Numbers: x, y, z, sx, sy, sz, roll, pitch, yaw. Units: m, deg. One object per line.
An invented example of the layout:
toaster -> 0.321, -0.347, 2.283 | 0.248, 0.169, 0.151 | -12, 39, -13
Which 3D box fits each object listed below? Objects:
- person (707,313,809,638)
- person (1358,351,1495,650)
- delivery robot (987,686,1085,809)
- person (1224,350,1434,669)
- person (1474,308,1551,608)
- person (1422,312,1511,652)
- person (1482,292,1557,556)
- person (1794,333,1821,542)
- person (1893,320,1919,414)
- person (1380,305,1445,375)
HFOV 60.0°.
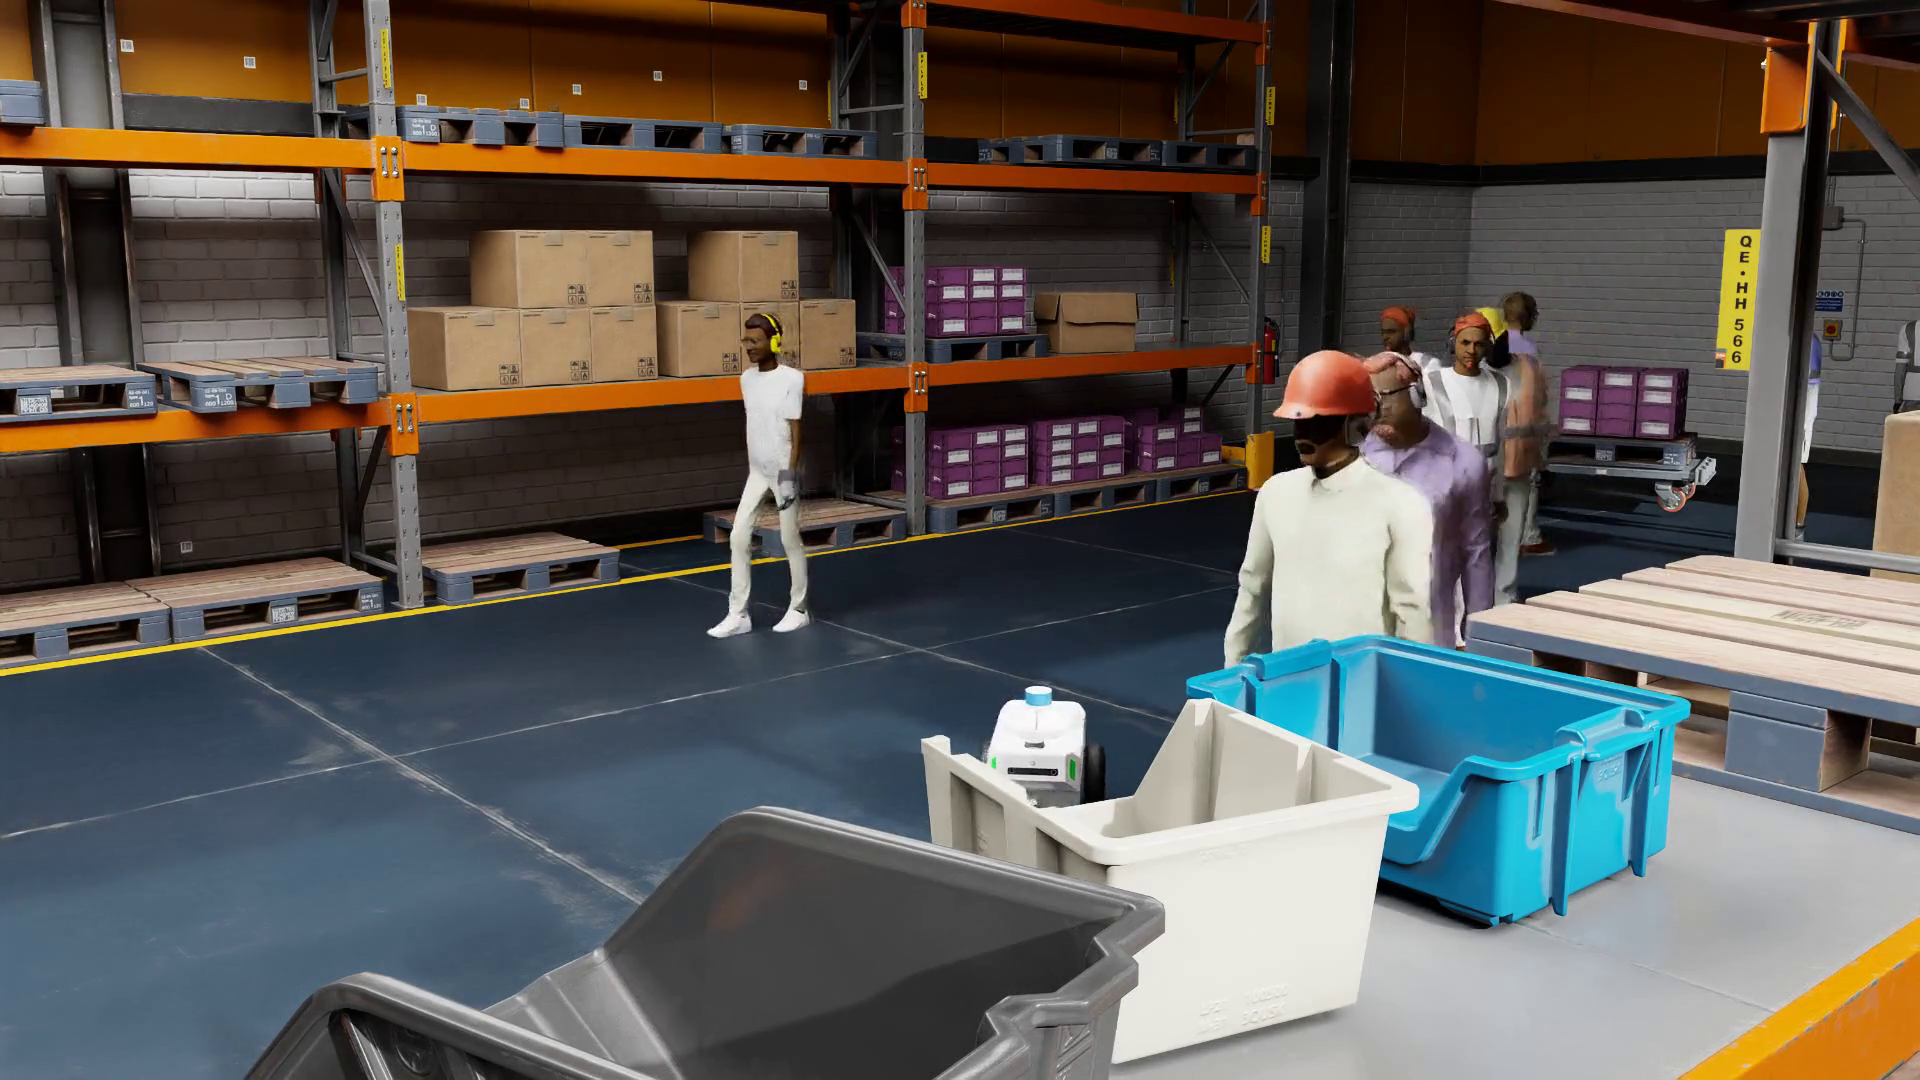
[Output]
person -> -1.115, -0.345, 9.393 | 0.516, 1.842, 0.804 | 7, 12, 33
person -> 1.528, 0.270, 5.861 | 0.668, 1.871, 0.785 | 2, 10, 12
delivery robot -> 0.297, 0.800, 6.310 | 0.477, 0.478, 0.707 | 1, 10, 6
person -> 1.060, 0.417, 4.849 | 1.045, 1.942, 0.644 | -7, 12, -33
person -> 3.133, -0.403, 9.641 | 0.682, 1.874, 0.369 | -3, 10, -15
person -> 2.605, -0.242, 8.684 | 0.578, 1.882, 0.346 | -3, 11, -18
person -> 3.831, -0.804, 11.795 | 0.920, 1.908, 0.630 | -4, 11, -21
person -> 6.096, -0.905, 12.255 | 0.373, 1.933, 0.550 | 2, 10, 9
person -> 8.147, -1.211, 13.960 | 0.550, 1.935, 0.376 | 9, 13, 40
person -> 2.773, -0.530, 10.377 | 0.780, 1.862, 0.586 | -10, 14, -44
